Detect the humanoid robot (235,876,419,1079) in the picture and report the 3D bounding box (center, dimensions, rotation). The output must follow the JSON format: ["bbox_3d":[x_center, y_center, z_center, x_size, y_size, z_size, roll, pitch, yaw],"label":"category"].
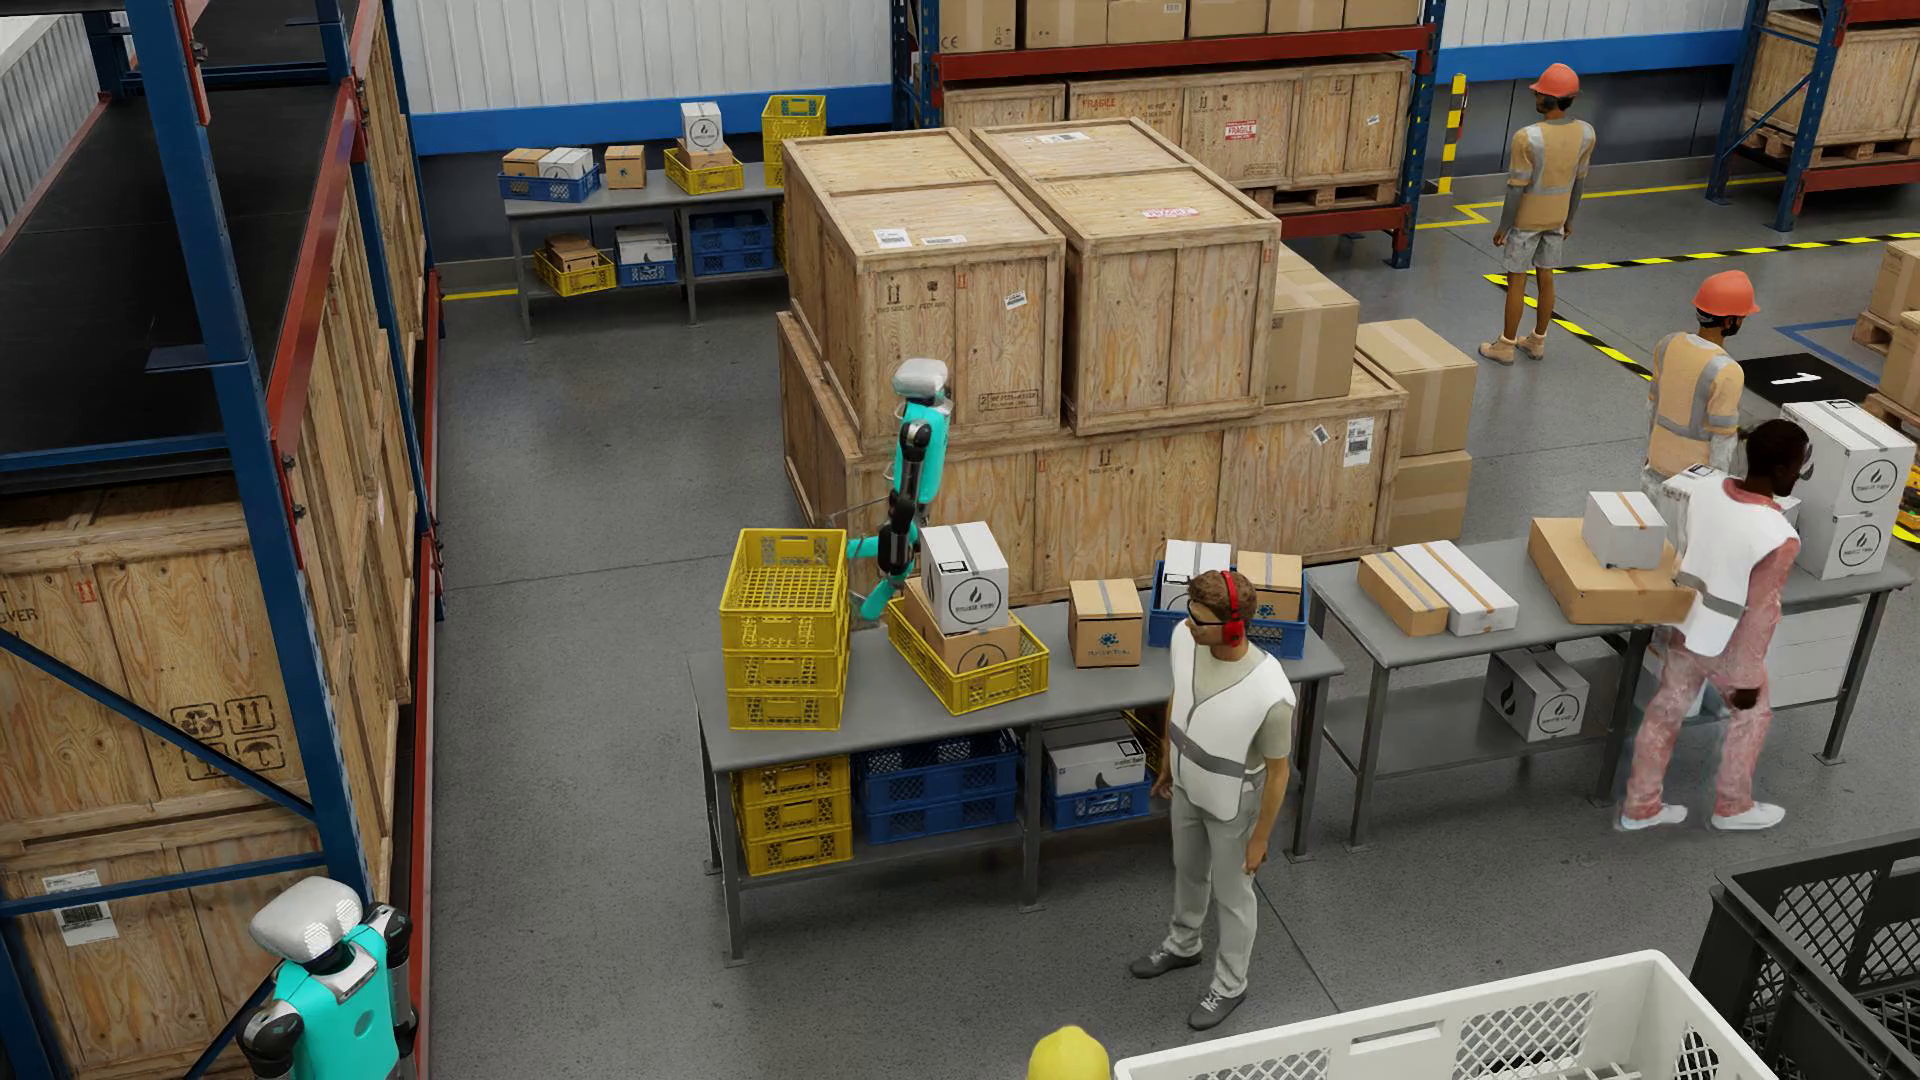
[{"bbox_3d":[-1.827,1.583,4.583,0.735,1.677,0.533,12,31,21],"label":"humanoid robot"}]

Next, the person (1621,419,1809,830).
[{"bbox_3d":[3.188,0.375,6.745,0.791,1.893,0.619,-7,30,-13],"label":"person"}]

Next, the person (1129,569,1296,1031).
[{"bbox_3d":[0.913,0.903,5.846,0.387,1.841,0.563,-17,33,-27],"label":"person"}]

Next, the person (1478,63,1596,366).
[{"bbox_3d":[3.887,-2.176,11.229,0.606,2.045,0.374,-10,30,-17],"label":"person"}]

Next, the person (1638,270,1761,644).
[{"bbox_3d":[3.528,-0.378,8.074,0.352,1.938,0.544,-9,30,-16],"label":"person"}]

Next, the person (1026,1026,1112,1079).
[{"bbox_3d":[0.255,1.901,4.114,0.523,1.767,0.310,4,29,8],"label":"person"}]

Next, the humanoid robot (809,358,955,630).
[{"bbox_3d":[-0.410,-0.031,7.685,1.059,1.738,0.543,6,29,10],"label":"humanoid robot"}]

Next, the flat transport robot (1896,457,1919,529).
[{"bbox_3d":[5.976,-0.376,9.771,1.431,0.197,0.652,-7,30,-13],"label":"flat transport robot"}]
